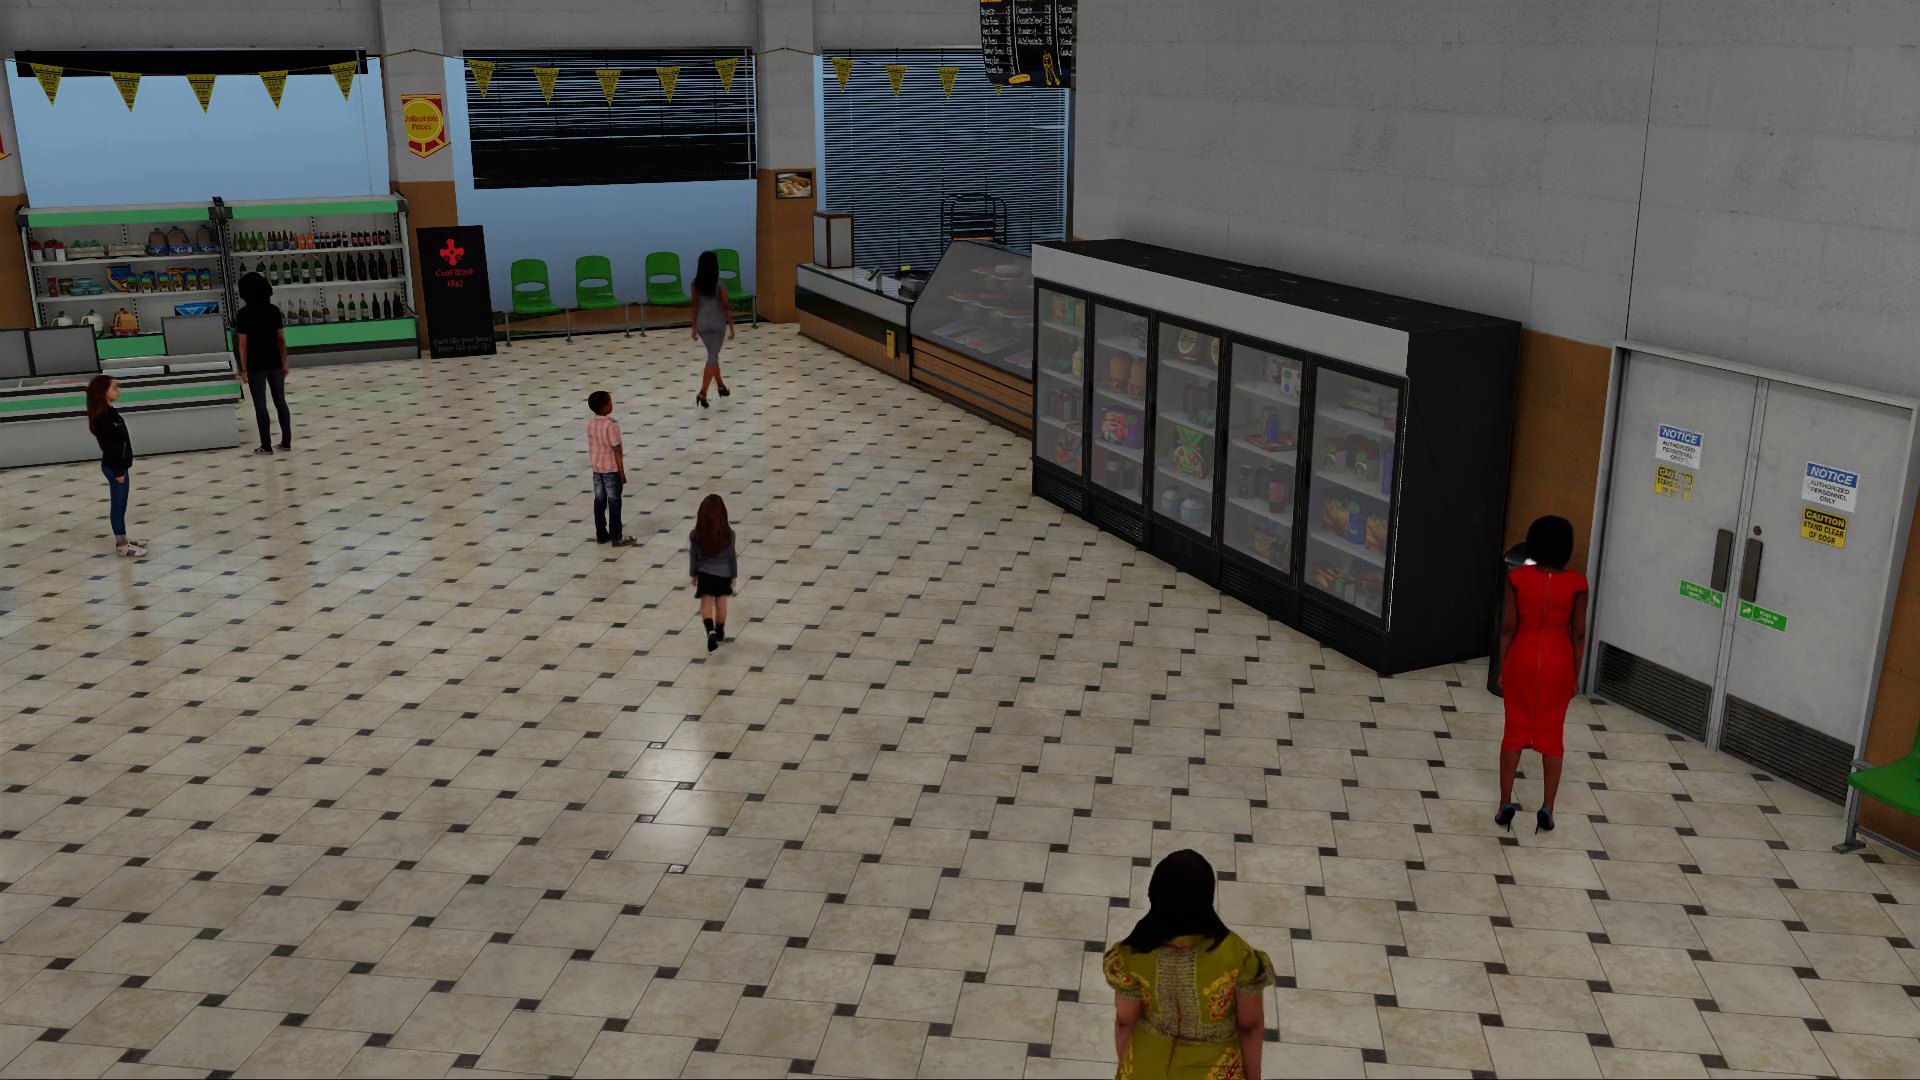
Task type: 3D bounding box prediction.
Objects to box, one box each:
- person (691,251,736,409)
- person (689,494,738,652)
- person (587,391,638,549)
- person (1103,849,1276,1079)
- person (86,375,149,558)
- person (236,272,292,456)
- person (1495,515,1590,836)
[{"bbox_3d":[-2.823,-2.312,18.651,1.104,1.732,1.144,6,18,18],"label":"person"},{"bbox_3d":[-1.692,0.233,11.368,0.704,1.094,0.651,-2,17,-7],"label":"person"},{"bbox_3d":[-2.922,-0.594,13.726,0.583,1.307,0.618,11,20,33],"label":"person"},{"bbox_3d":[0.712,1.790,5.288,0.988,1.648,1.029,4,17,12],"label":"person"},{"bbox_3d":[-6.845,-0.608,13.465,0.509,1.485,0.556,-8,19,-26],"label":"person"},{"bbox_3d":[-7.005,-1.783,16.740,0.750,1.830,0.604,14,22,39],"label":"person"},{"bbox_3d":[3.024,0.706,8.694,0.631,1.744,0.694,6,18,18],"label":"person"}]
